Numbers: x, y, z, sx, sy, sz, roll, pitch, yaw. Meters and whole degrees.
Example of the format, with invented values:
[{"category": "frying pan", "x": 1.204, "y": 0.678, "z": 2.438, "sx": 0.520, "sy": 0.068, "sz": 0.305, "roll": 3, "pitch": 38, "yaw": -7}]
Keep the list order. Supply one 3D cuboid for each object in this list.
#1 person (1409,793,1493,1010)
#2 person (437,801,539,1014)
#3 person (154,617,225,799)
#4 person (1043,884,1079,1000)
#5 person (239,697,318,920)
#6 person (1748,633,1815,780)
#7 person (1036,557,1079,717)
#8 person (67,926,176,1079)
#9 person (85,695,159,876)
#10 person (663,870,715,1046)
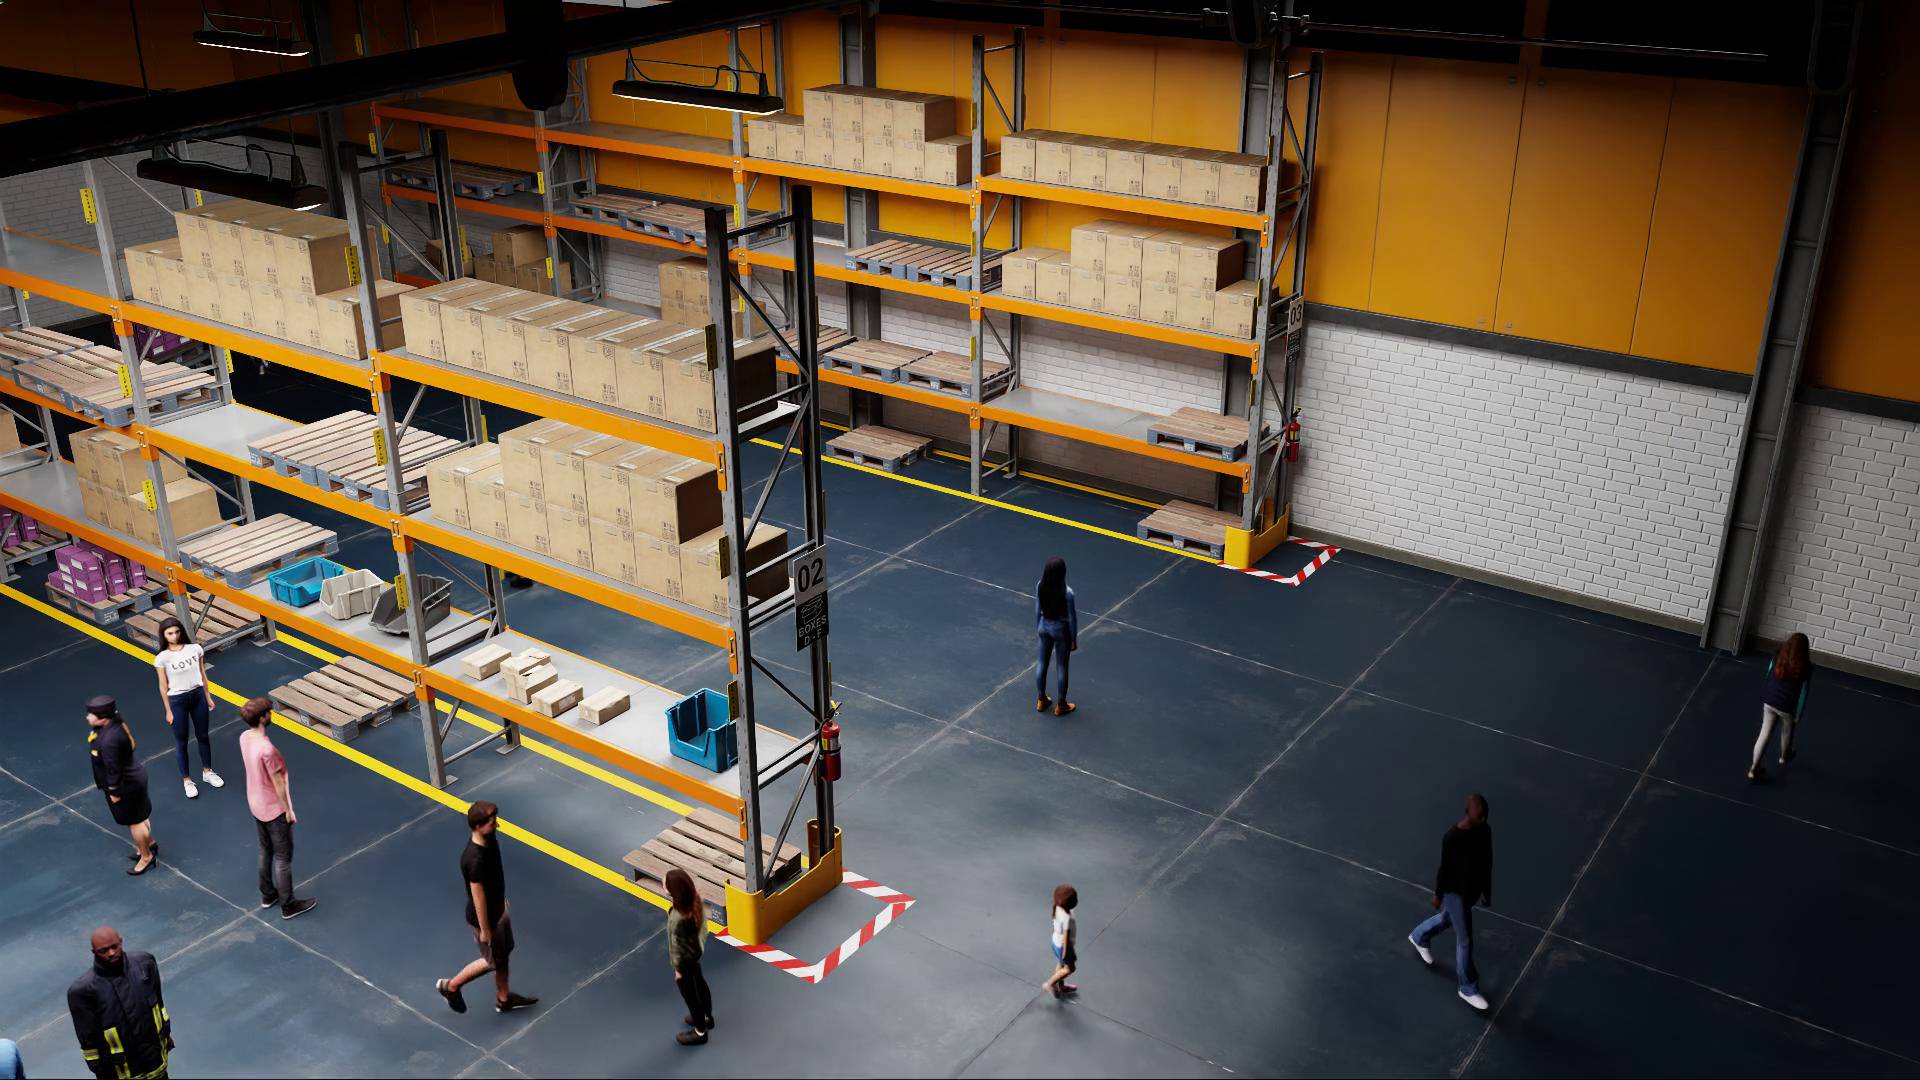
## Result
[{"category": "person", "x": 3.814, "y": 2.674, "z": 12.849, "sx": 0.961, "sy": 1.712, "sz": 1.221, "roll": -12, "pitch": 26, "yaw": -25}, {"category": "person", "x": -3.624, "y": 2.779, "z": 12.443, "sx": 1.081, "sy": 1.843, "sz": 0.992, "roll": -1, "pitch": 24, "yaw": -2}, {"category": "person", "x": -7.161, "y": 1.523, "z": 15.404, "sx": 0.543, "sy": 1.774, "sz": 0.612, "roll": 20, "pitch": 30, "yaw": 38}, {"category": "person", "x": 0.752, "y": 3.082, "z": 12.785, "sx": 0.594, "sy": 1.015, "sz": 0.534, "roll": -4, "pitch": 24, "yaw": -9}, {"category": "person", "x": -5.677, "y": 2.188, "z": 13.656, "sx": 0.514, "sy": 1.955, "sz": 0.679, "roll": 18, "pitch": 29, "yaw": 35}, {"category": "person", "x": 7.699, "y": 1.582, "z": 15.662, "sx": 0.825, "sy": 1.459, "sz": 0.971, "roll": -17, "pitch": 29, "yaw": -34}, {"category": "person", "x": 0.957, "y": 0.956, "z": 16.778, "sx": 0.442, "sy": 1.713, "sz": 0.665, "roll": 15, "pitch": 28, "yaw": 31}, {"category": "person", "x": -5.582, "y": 3.357, "z": 11.148, "sx": 0.679, "sy": 1.822, "sz": 0.759, "roll": 19, "pitch": 30, "yaw": 36}, {"category": "person", "x": -7.164, "y": 2.081, "z": 14.259, "sx": 0.860, "sy": 1.669, "sz": 0.759, "roll": -9, "pitch": 25, "yaw": -20}, {"category": "person", "x": -1.999, "y": 3.055, "z": 12.274, "sx": 0.644, "sy": 1.473, "sz": 0.648, "roll": 3, "pitch": 24, "yaw": 8}]
